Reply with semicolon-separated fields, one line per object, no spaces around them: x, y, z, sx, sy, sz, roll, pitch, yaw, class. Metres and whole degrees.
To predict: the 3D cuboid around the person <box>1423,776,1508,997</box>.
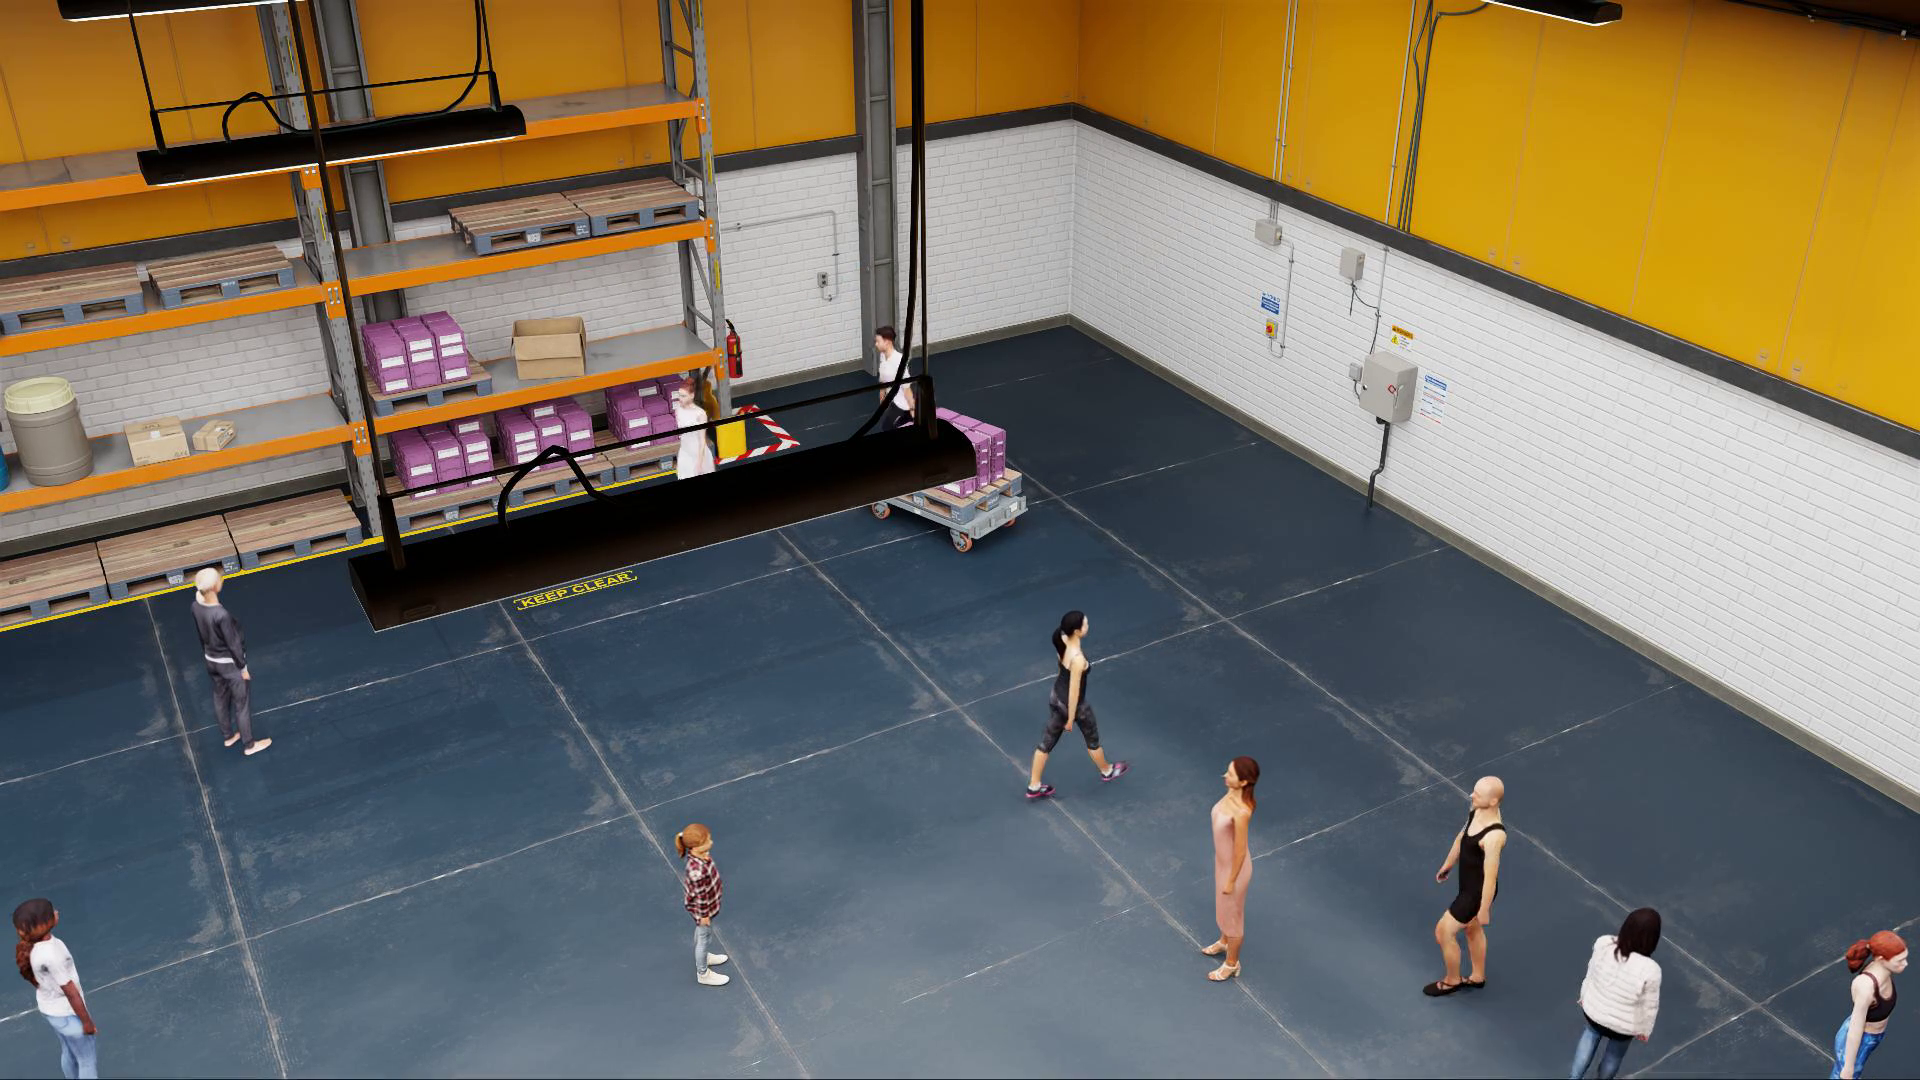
3.591;2.358;11.290;0.861;1.799;0.813;4;29;7;person

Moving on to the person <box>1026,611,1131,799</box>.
0.776;1.341;13.271;1.138;1.687;0.634;-12;31;-21;person

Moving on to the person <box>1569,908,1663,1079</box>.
4.045;2.959;10.367;0.846;1.629;0.732;-24;37;-37;person

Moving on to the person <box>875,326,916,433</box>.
-0.573;-1.500;18.372;1.320;1.791;0.813;-12;31;-21;person

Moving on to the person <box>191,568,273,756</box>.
-6.127;1.000;13.856;0.686;1.726;0.698;14;32;24;person

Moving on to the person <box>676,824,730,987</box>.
-1.792;2.501;11.543;0.611;1.305;0.599;-4;29;-7;person

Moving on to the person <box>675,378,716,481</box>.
-2.661;-0.848;17.240;0.978;1.730;1.175;14;31;23;person

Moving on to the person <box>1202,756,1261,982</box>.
1.884;2.248;11.458;0.669;1.831;0.659;0;29;0;person

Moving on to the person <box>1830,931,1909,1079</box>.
5.386;3.063;10.012;0.711;1.785;0.619;22;36;35;person

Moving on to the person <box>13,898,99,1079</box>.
-5.562;2.923;10.337;0.652;1.720;0.629;21;35;34;person
